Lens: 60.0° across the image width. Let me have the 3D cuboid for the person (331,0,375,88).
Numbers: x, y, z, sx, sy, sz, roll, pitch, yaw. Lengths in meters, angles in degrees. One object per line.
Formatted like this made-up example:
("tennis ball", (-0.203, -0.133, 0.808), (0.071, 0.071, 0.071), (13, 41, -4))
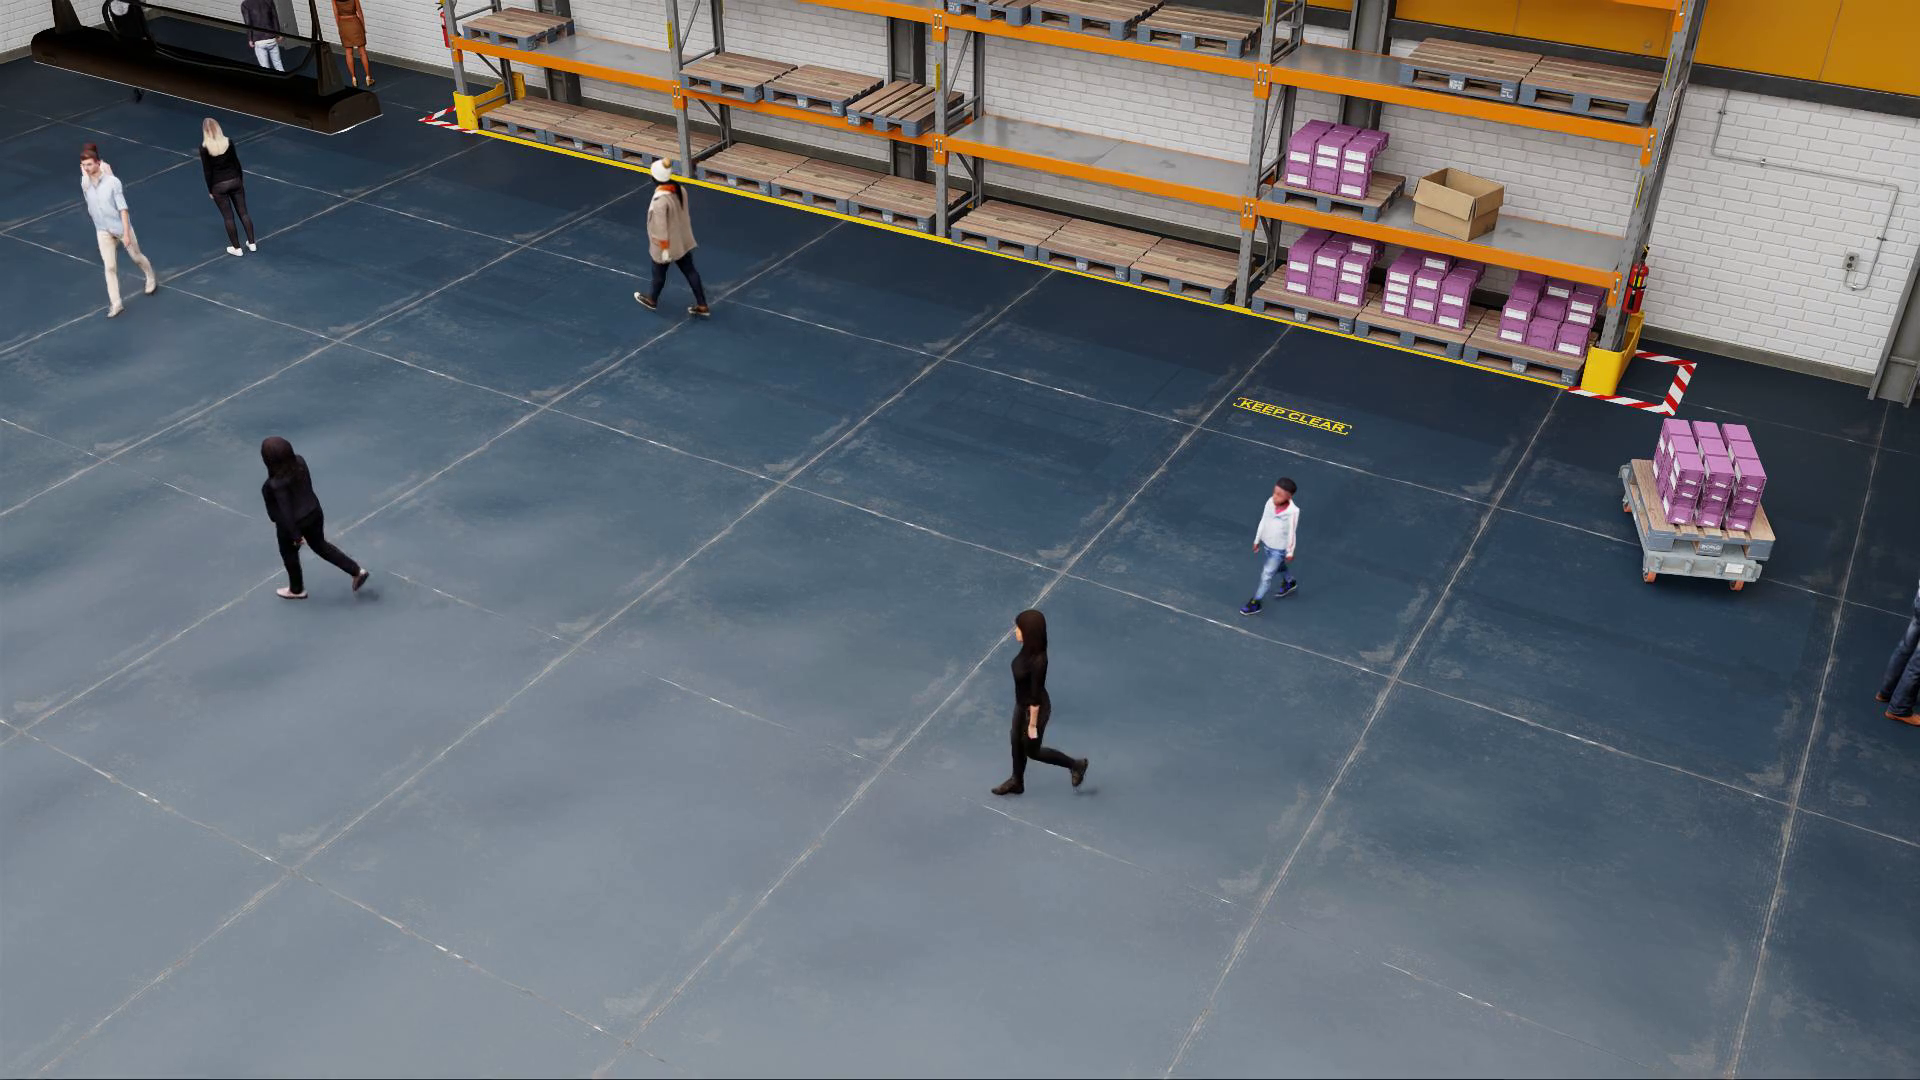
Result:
("person", (-9.229, -7.736, 25.209), (0.633, 1.689, 0.705), (-6, 34, -9))

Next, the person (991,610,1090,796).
("person", (0.585, 1.194, 11.834), (1.015, 1.623, 0.930), (-6, 34, -9))

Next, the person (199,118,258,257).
("person", (-8.795, -4.239, 19.949), (0.657, 1.687, 0.621), (-28, 43, -36))

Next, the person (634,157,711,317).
("person", (-3.111, -3.308, 18.408), (1.151, 1.843, 0.727), (17, 37, 23))

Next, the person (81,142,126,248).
("person", (-10.435, -4.169, 20.209), (0.831, 1.284, 0.822), (-1, 34, -2))

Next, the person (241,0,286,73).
("person", (-10.253, -7.372, 24.529), (0.713, 1.836, 0.639), (-28, 43, -35))

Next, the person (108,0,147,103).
("person", (-12.311, -7.491, 24.809), (1.216, 1.723, 1.133), (-2, 34, -3))

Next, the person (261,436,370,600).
("person", (-5.442, -0.167, 13.913), (1.126, 1.587, 0.878), (5, 34, 7))

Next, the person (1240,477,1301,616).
("person", (2.711, 0.008, 13.972), (0.806, 1.232, 0.885), (-20, 38, -27))

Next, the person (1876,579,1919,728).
("person", (7.371, 0.546, 12.599), (0.710, 1.855, 0.739), (5, 34, 7))

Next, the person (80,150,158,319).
("person", (-9.475, -3.525, 18.766), (1.230, 1.808, 1.118), (0, 34, 0))
